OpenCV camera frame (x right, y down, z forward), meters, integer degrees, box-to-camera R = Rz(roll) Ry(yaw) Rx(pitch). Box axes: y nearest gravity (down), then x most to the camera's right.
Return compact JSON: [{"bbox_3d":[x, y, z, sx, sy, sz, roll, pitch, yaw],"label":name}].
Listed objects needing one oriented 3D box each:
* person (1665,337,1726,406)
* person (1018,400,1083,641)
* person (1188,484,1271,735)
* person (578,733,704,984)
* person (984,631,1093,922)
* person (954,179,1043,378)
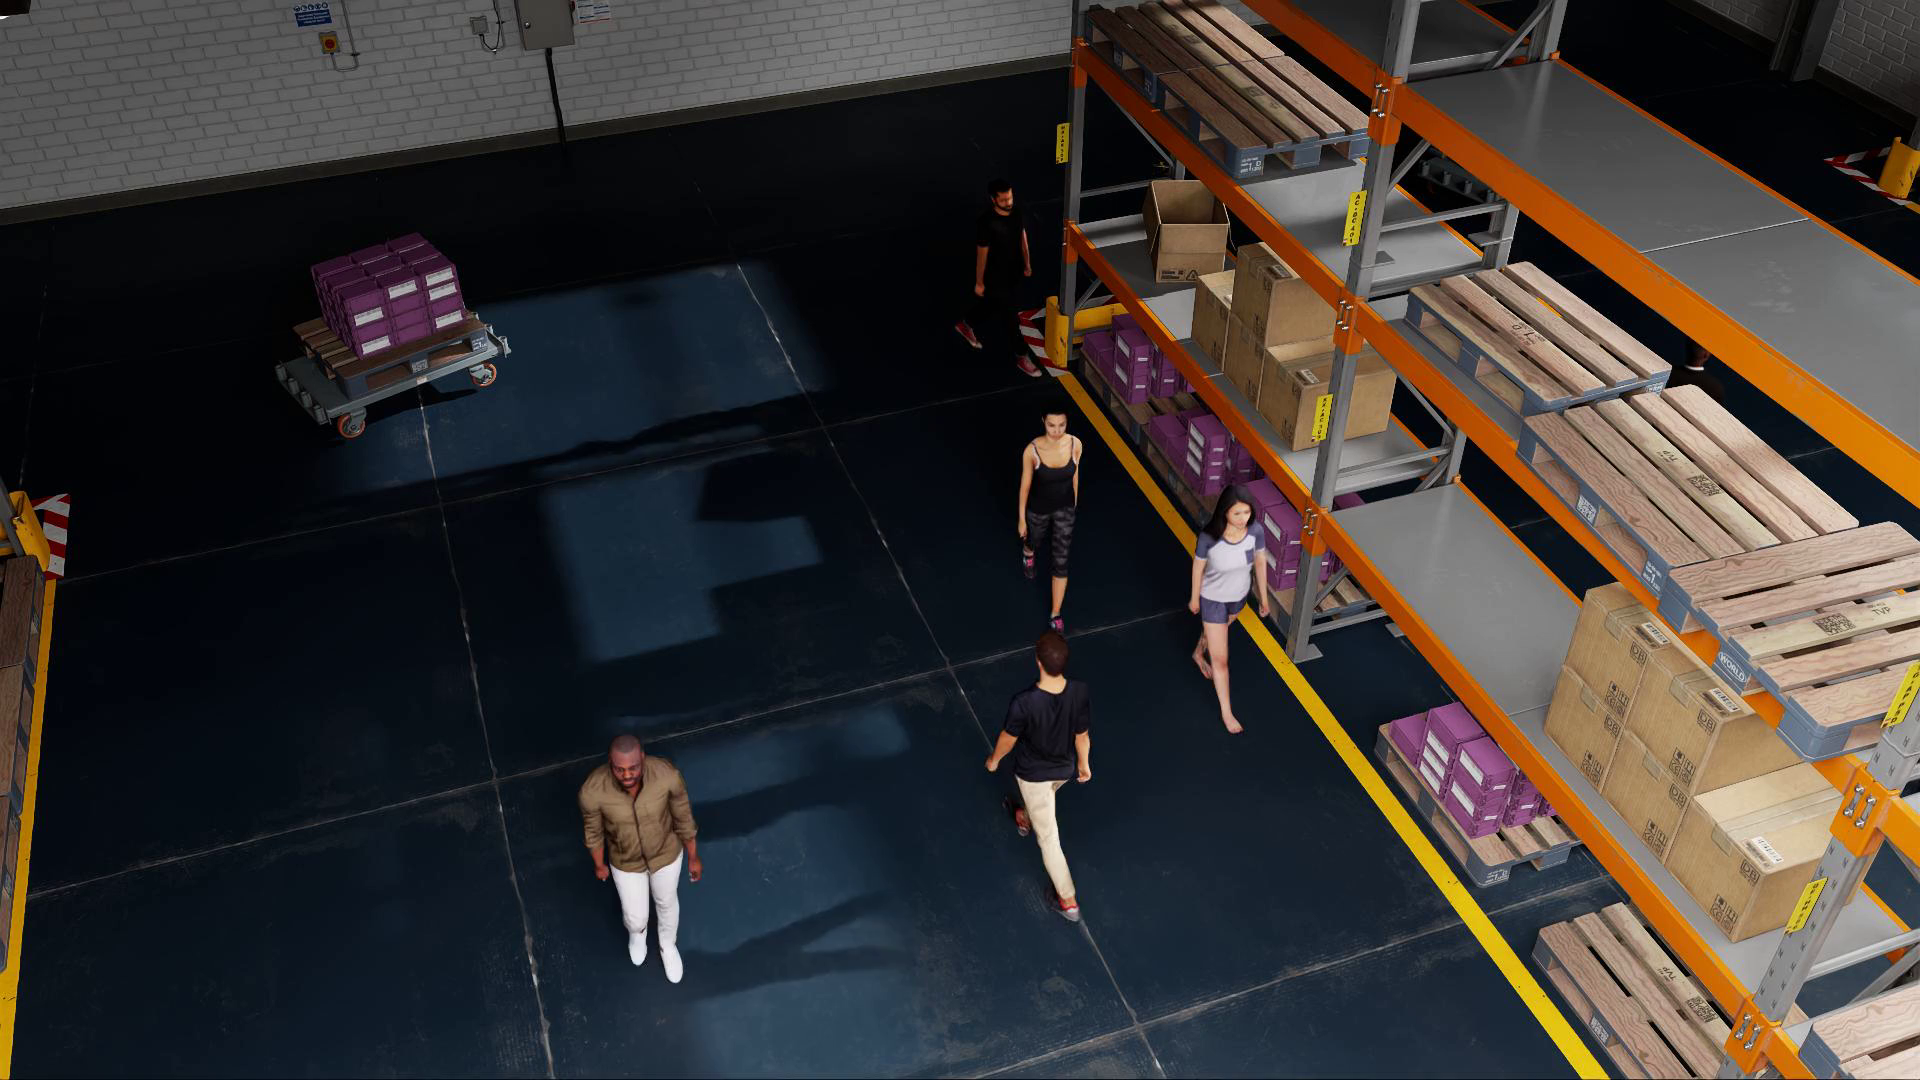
[{"bbox_3d":[4.934,-0.647,11.565,0.734,1.801,0.791,16,41,19],"label":"person"},{"bbox_3d":[0.573,-0.240,11.145,0.703,1.688,1.172,-7,39,-8],"label":"person"},{"bbox_3d":[1.639,0.302,10.484,0.597,1.666,1.048,-13,40,-16],"label":"person"},{"bbox_3d":[-1.665,1.592,8.750,0.716,1.815,0.626,-13,40,-15],"label":"person"},{"bbox_3d":[0.515,1.332,9.089,0.787,1.797,1.237,-20,43,-23],"label":"person"},{"bbox_3d":[0.265,-2.191,13.560,1.281,1.723,1.105,25,45,28],"label":"person"}]
